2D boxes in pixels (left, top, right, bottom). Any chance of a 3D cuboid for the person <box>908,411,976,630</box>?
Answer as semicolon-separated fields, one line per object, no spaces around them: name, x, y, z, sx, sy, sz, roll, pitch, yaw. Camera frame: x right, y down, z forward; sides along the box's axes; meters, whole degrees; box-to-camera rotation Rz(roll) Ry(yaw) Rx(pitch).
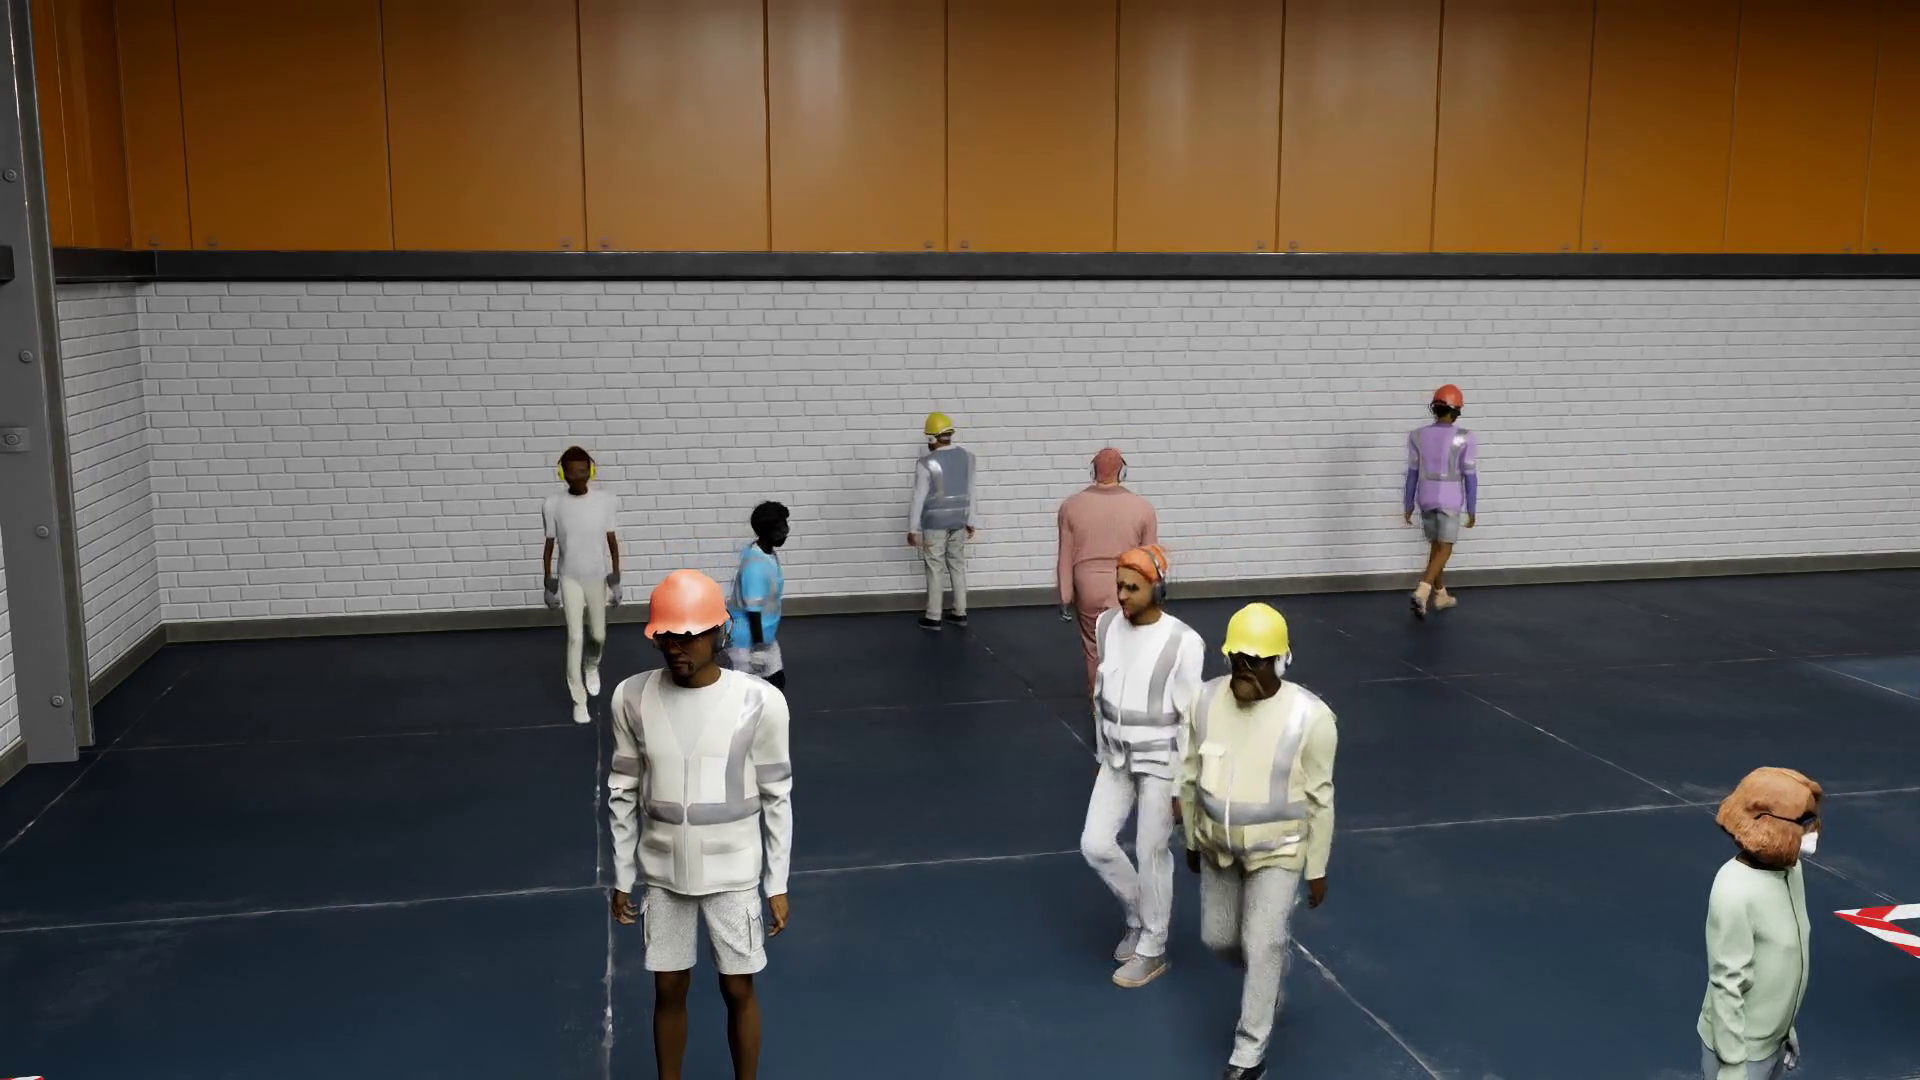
person;-0.145;-0.155;13.782;0.614;1.823;0.409;-7;12;-36

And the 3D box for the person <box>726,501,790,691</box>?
person;-1.202;0.581;9.784;0.482;1.655;0.563;1;9;4

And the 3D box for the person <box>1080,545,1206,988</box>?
person;0.749;0.947;6.923;0.418;1.865;0.598;-8;13;-42

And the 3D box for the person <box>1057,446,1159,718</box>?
person;0.954;0.330;10.704;0.656;1.869;0.958;2;10;12

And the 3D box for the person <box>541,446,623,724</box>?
person;-2.553;0.258;11.240;0.514;1.842;0.803;-3;10;-20

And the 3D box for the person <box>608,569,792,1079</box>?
person;-0.861;1.098;5.478;0.613;2.041;0.393;1;9;7

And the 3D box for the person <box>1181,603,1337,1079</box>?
person;1.117;1.100;6.160;0.601;1.817;0.682;7;12;37

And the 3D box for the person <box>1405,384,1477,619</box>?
person;4.103;-0.332;14.317;0.619;2.013;0.961;8;12;41

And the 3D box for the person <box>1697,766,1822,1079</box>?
person;2.238;1.431;4.696;0.289;1.633;0.499;8;13;42
